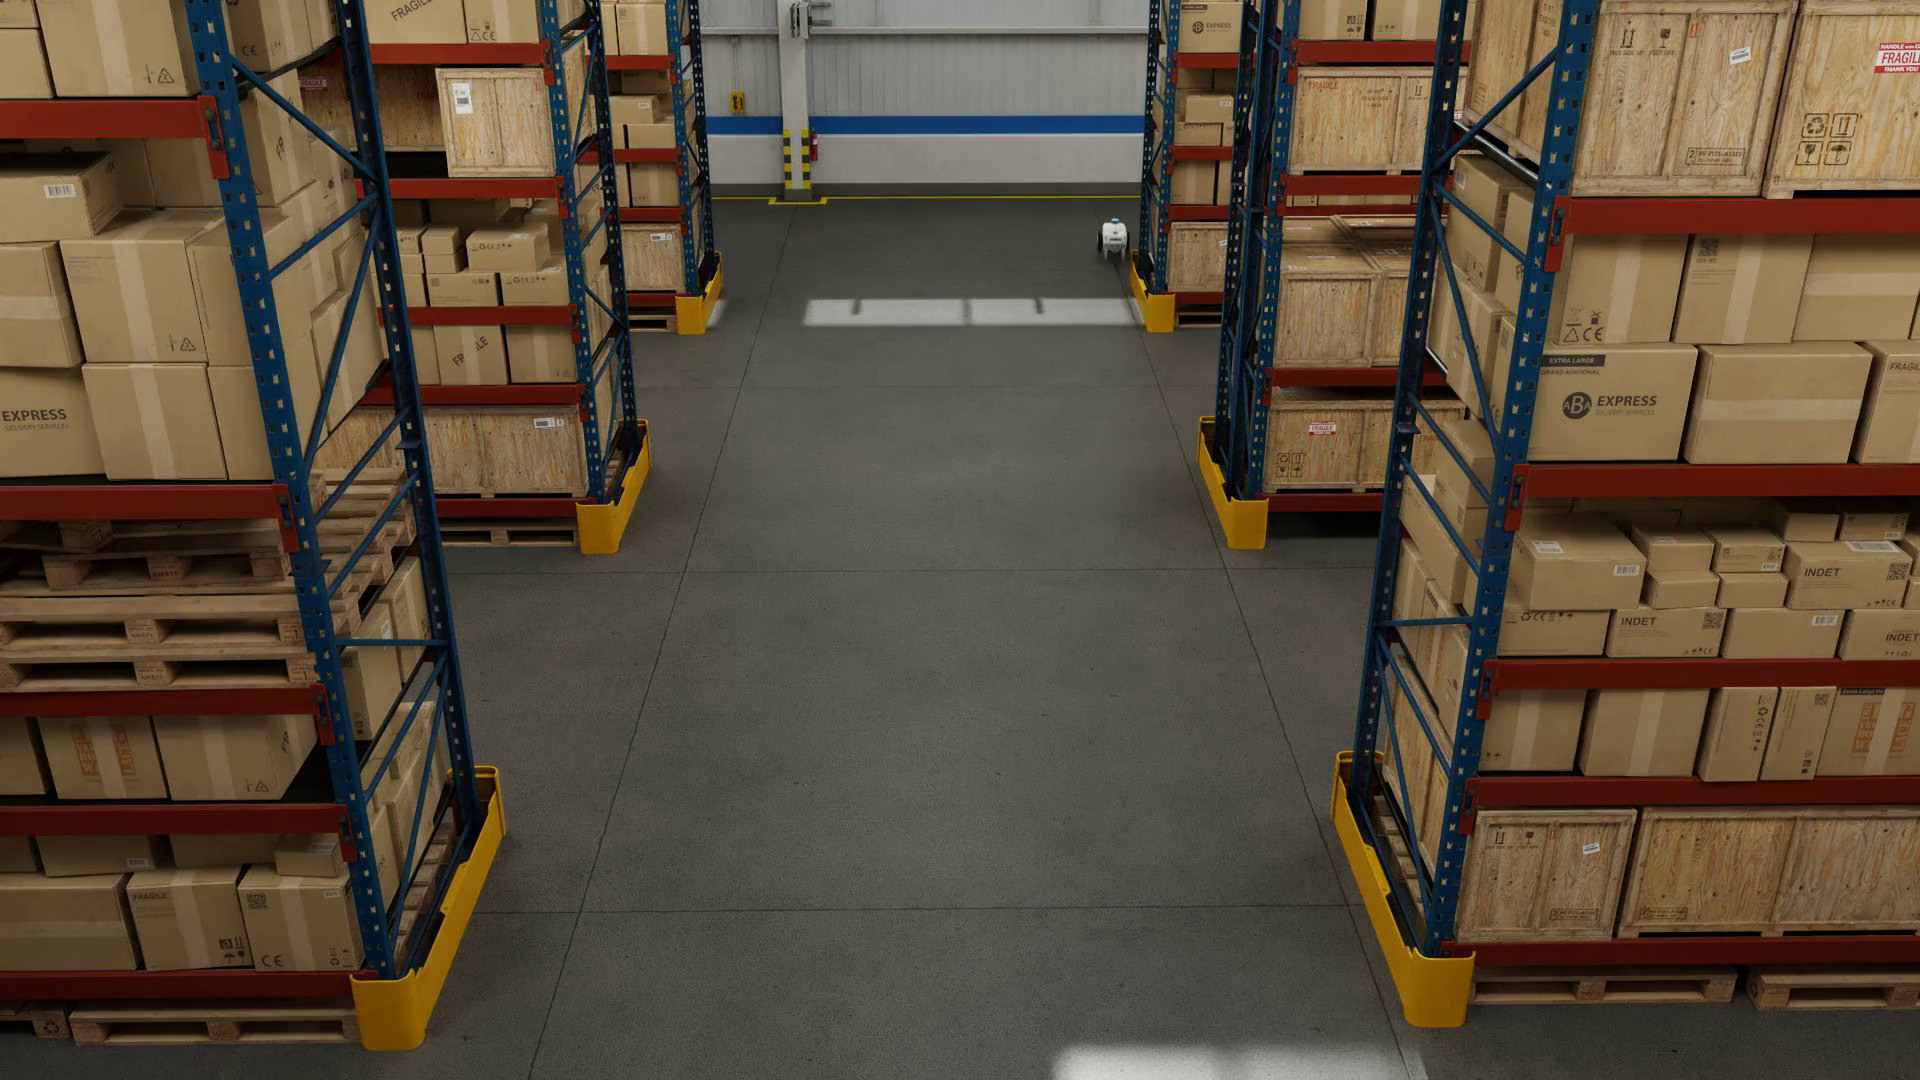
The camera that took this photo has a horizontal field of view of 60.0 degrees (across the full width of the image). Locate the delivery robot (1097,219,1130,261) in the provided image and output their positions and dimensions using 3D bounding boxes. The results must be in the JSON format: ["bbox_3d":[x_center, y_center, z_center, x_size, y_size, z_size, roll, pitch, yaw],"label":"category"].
[{"bbox_3d":[2.245,-4.513,25.115,0.667,0.535,0.730,1,25,3],"label":"delivery robot"}]
